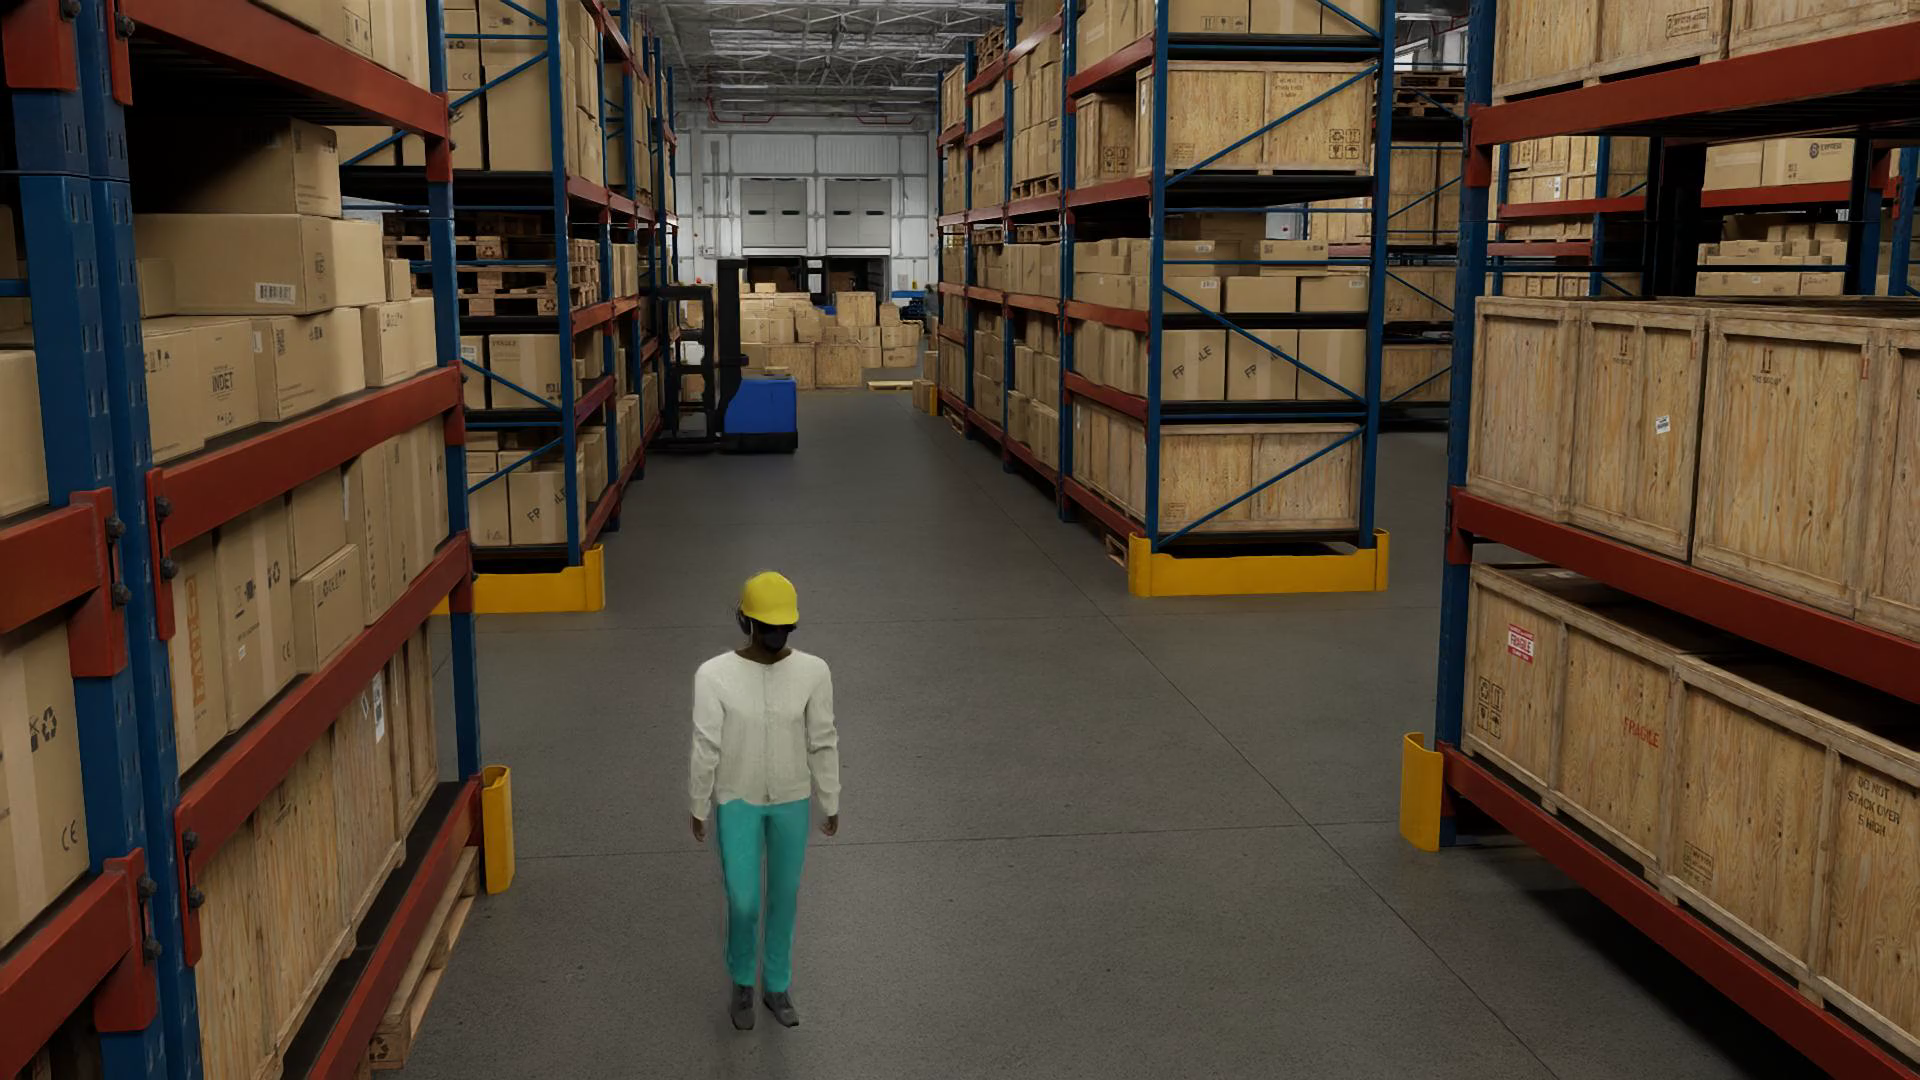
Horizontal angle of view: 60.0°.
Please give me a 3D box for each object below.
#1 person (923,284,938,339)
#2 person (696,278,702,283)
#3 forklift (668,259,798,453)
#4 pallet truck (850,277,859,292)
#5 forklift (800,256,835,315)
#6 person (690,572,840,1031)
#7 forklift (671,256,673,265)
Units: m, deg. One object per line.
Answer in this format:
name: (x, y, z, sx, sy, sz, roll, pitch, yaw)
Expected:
person: (-0.888, -7.752, 56.594, 0.765, 1.897, 0.376, 3, 10, 18)
person: (-10.793, -9.887, 68.869, 0.545, 1.938, 0.362, -7, 12, -35)
forklift: (-3.347, -2.720, 24.402, 1.873, 2.768, 1.129, -1, 10, -7)
pallet truck: (-3.782, -9.391, 65.808, 1.885, 1.965, 0.823, 2, 10, 10)
forklift: (-5.119, -8.590, 58.575, 1.129, 2.768, 1.873, -6, 12, -33)
person: (-0.709, 0.975, 6.163, 0.556, 1.748, 0.424, -4, 11, -22)
forklift: (-10.987, -9.066, 61.344, 1.129, 2.768, 1.873, -1, 10, -7)
